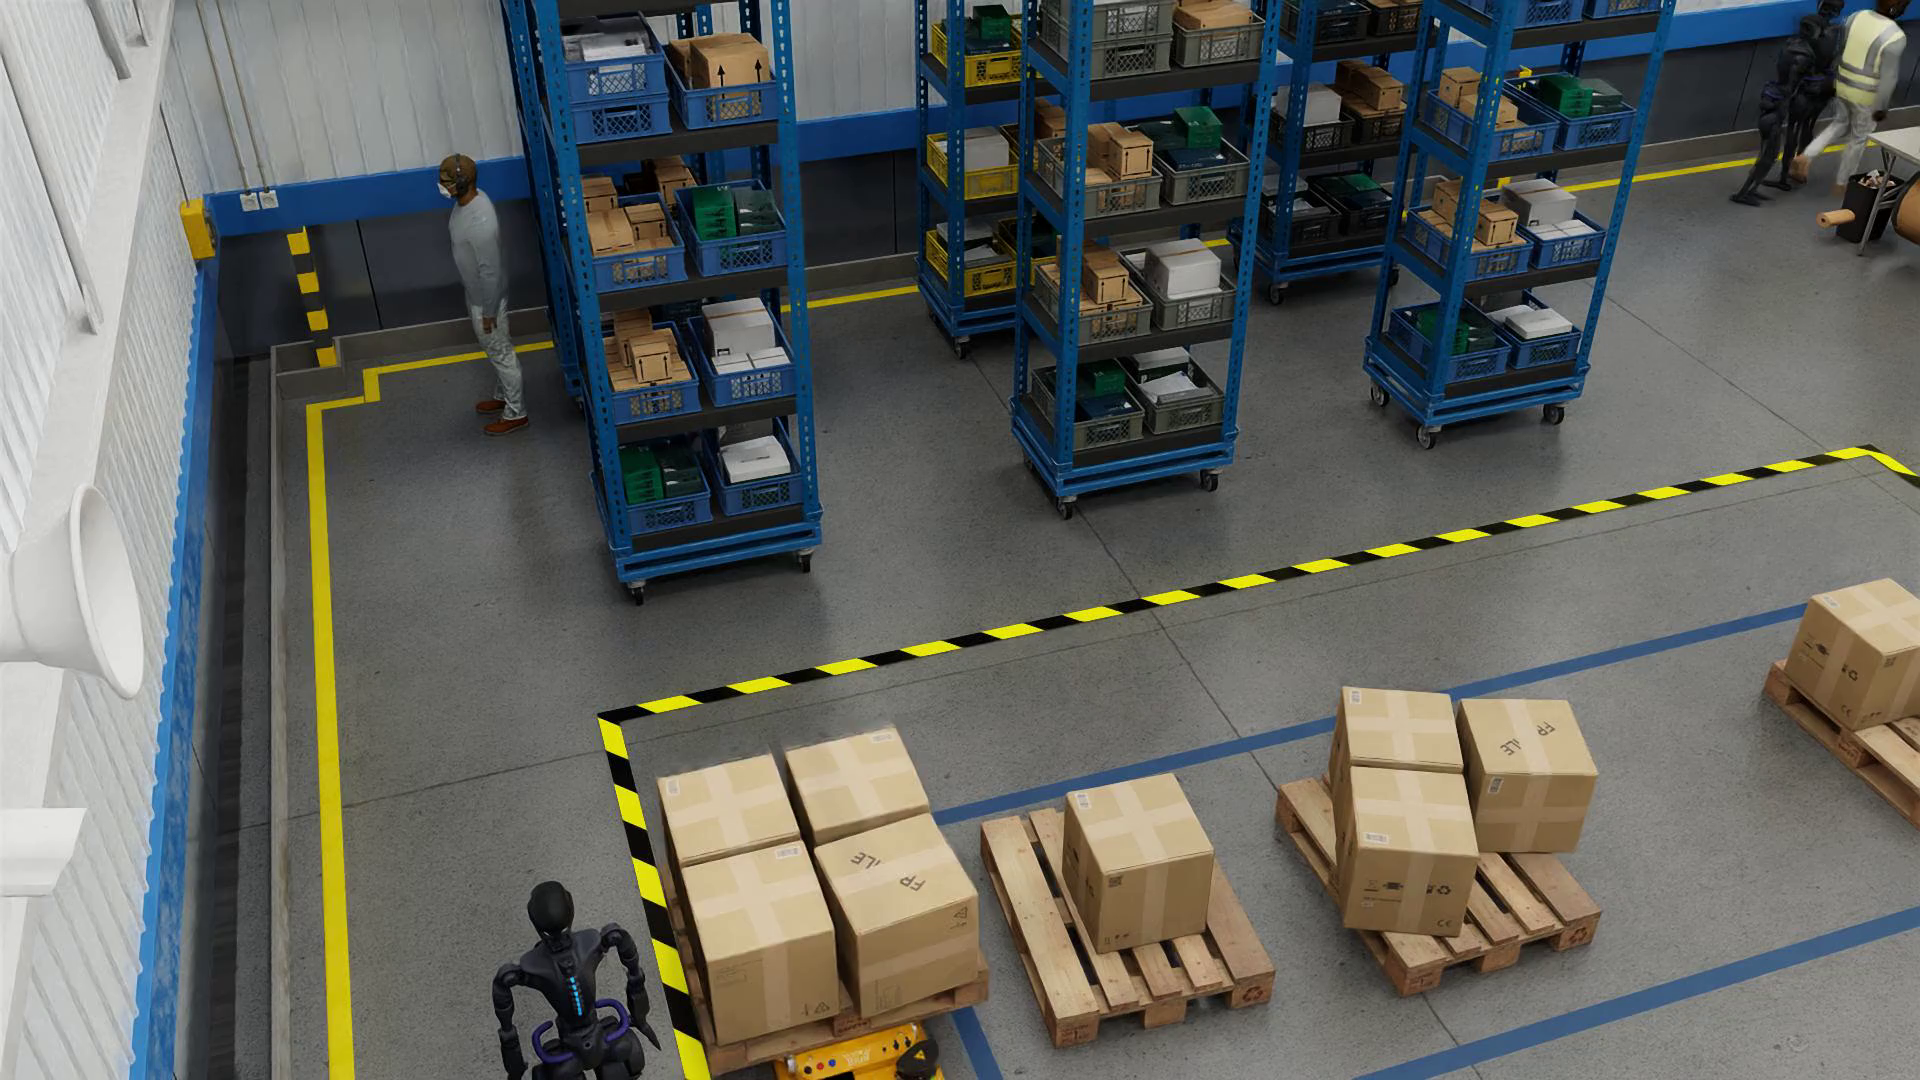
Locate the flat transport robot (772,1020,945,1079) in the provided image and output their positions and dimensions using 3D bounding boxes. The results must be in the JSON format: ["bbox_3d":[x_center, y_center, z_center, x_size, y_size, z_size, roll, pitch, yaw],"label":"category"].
[{"bbox_3d":[-0.598,1.894,7.346,0.652,0.197,1.431,-11,37,-15],"label":"flat transport robot"}]

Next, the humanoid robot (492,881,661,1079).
[{"bbox_3d":[-1.402,1.890,6.140,0.599,1.657,0.315,-18,39,-23],"label":"humanoid robot"}]

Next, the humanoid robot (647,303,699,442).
[{"bbox_3d":[-1.946,-1.111,10.432,0.540,1.640,0.598,-7,36,-10],"label":"humanoid robot"}]

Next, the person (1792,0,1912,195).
[{"bbox_3d":[7.608,-3.786,14.073,0.612,1.820,0.643,-8,36,-12],"label":"person"}]

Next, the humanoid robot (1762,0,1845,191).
[{"bbox_3d":[7.267,-3.843,14.269,0.599,1.657,0.315,-21,40,-27],"label":"humanoid robot"}]

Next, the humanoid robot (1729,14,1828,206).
[{"bbox_3d":[6.863,-3.616,13.966,0.381,1.639,0.611,13,37,17],"label":"humanoid robot"}]

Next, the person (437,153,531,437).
[{"bbox_3d":[-3.116,-1.602,10.878,0.359,1.938,0.635,-13,37,-17],"label":"person"}]
